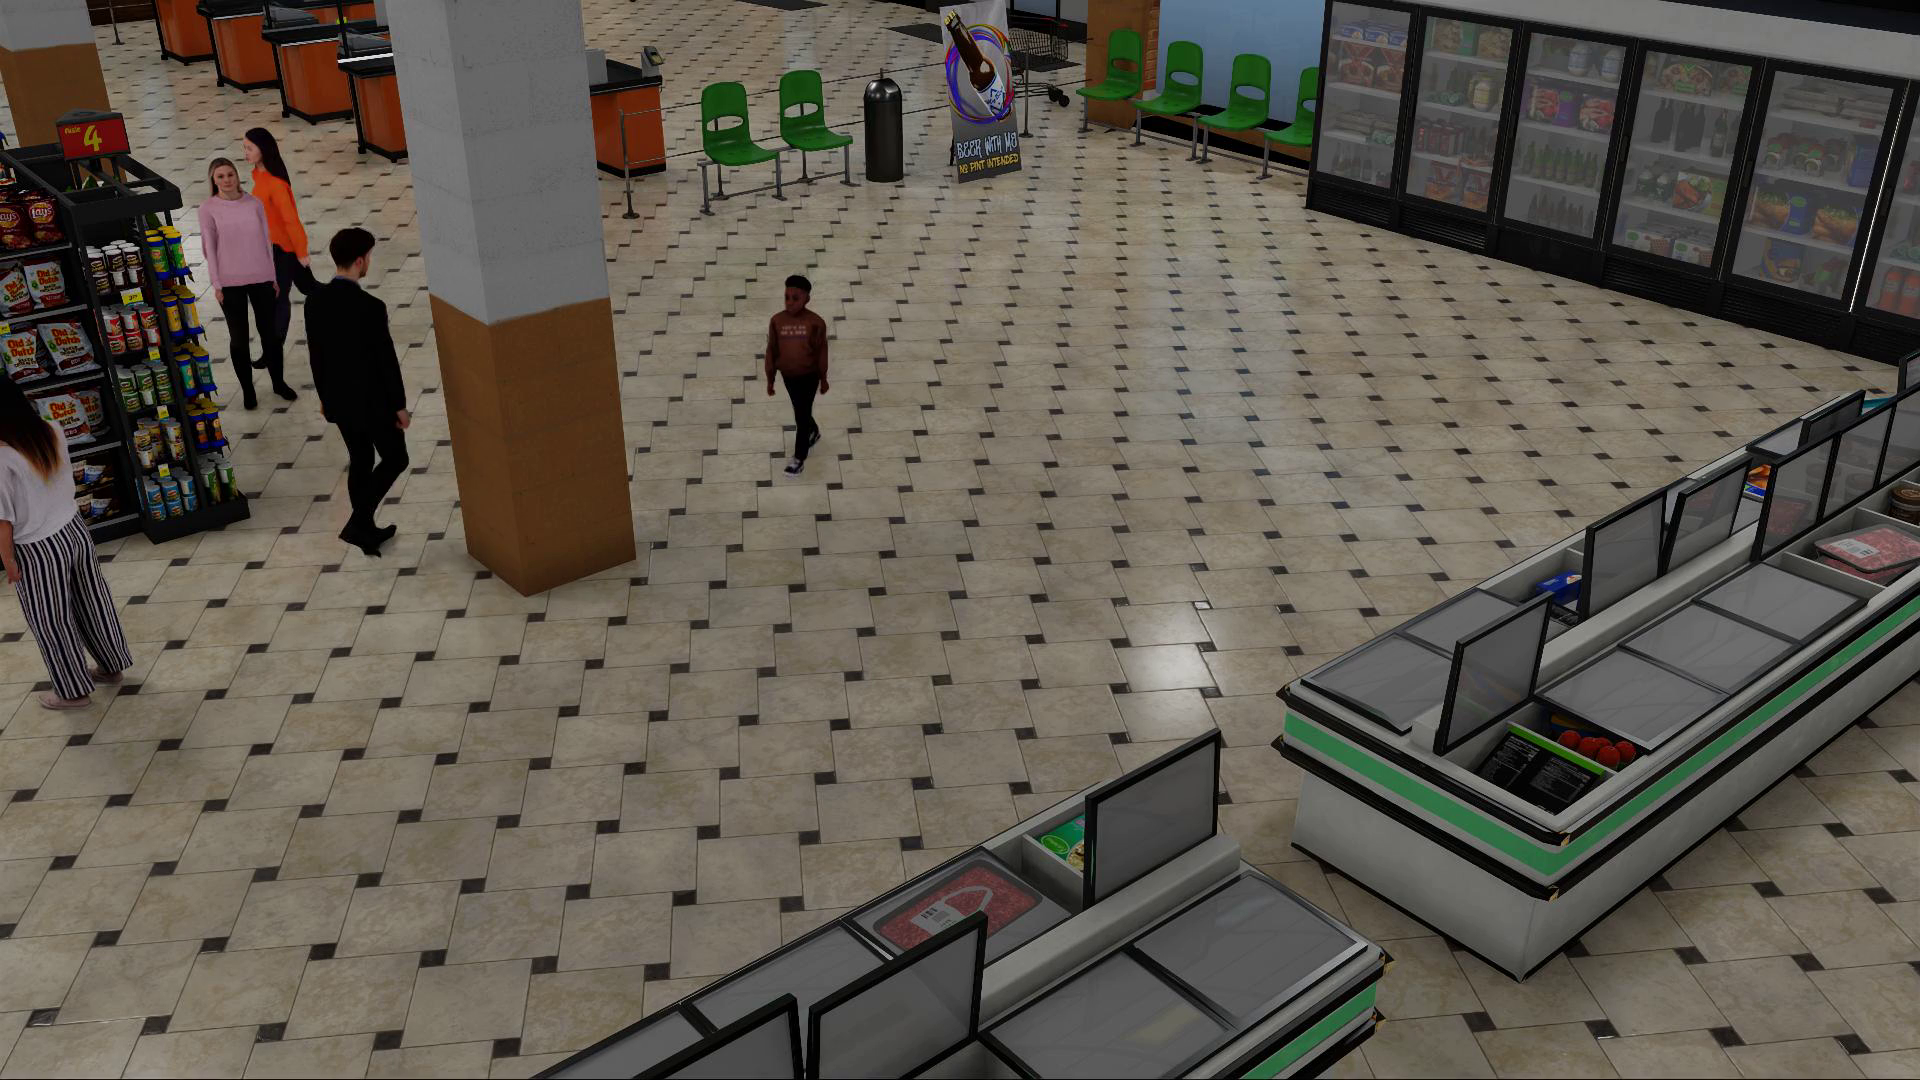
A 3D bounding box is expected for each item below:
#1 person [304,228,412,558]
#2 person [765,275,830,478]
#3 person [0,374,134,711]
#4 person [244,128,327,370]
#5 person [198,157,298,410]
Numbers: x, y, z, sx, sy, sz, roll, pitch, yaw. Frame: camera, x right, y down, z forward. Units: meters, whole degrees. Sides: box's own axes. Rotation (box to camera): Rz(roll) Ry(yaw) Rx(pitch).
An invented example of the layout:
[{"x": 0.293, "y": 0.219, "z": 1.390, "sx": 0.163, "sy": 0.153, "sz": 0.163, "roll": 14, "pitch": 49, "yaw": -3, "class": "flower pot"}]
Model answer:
[{"x": -3.284, "y": -0.718, "z": 9.017, "sx": 0.935, "sy": 1.857, "sz": 1.010, "roll": 7, "pitch": 28, "yaw": 14, "class": "person"}, {"x": -0.981, "y": -1.057, "z": 10.388, "sx": 0.850, "sy": 1.222, "sz": 0.986, "roll": 7, "pitch": 28, "yaw": 14, "class": "person"}, {"x": -4.278, "y": 0.003, "z": 7.791, "sx": 0.846, "sy": 1.679, "sz": 0.761, "roll": 6, "pitch": 28, "yaw": 12, "class": "person"}, {"x": -4.713, "y": -2.075, "z": 11.858, "sx": 1.159, "sy": 1.706, "sz": 0.724, "roll": -16, "pitch": 31, "yaw": -29, "class": "person"}, {"x": -4.829, "y": -1.745, "z": 11.228, "sx": 0.472, "sy": 1.688, "sz": 0.654, "roll": -20, "pitch": 33, "yaw": -33, "class": "person"}]
